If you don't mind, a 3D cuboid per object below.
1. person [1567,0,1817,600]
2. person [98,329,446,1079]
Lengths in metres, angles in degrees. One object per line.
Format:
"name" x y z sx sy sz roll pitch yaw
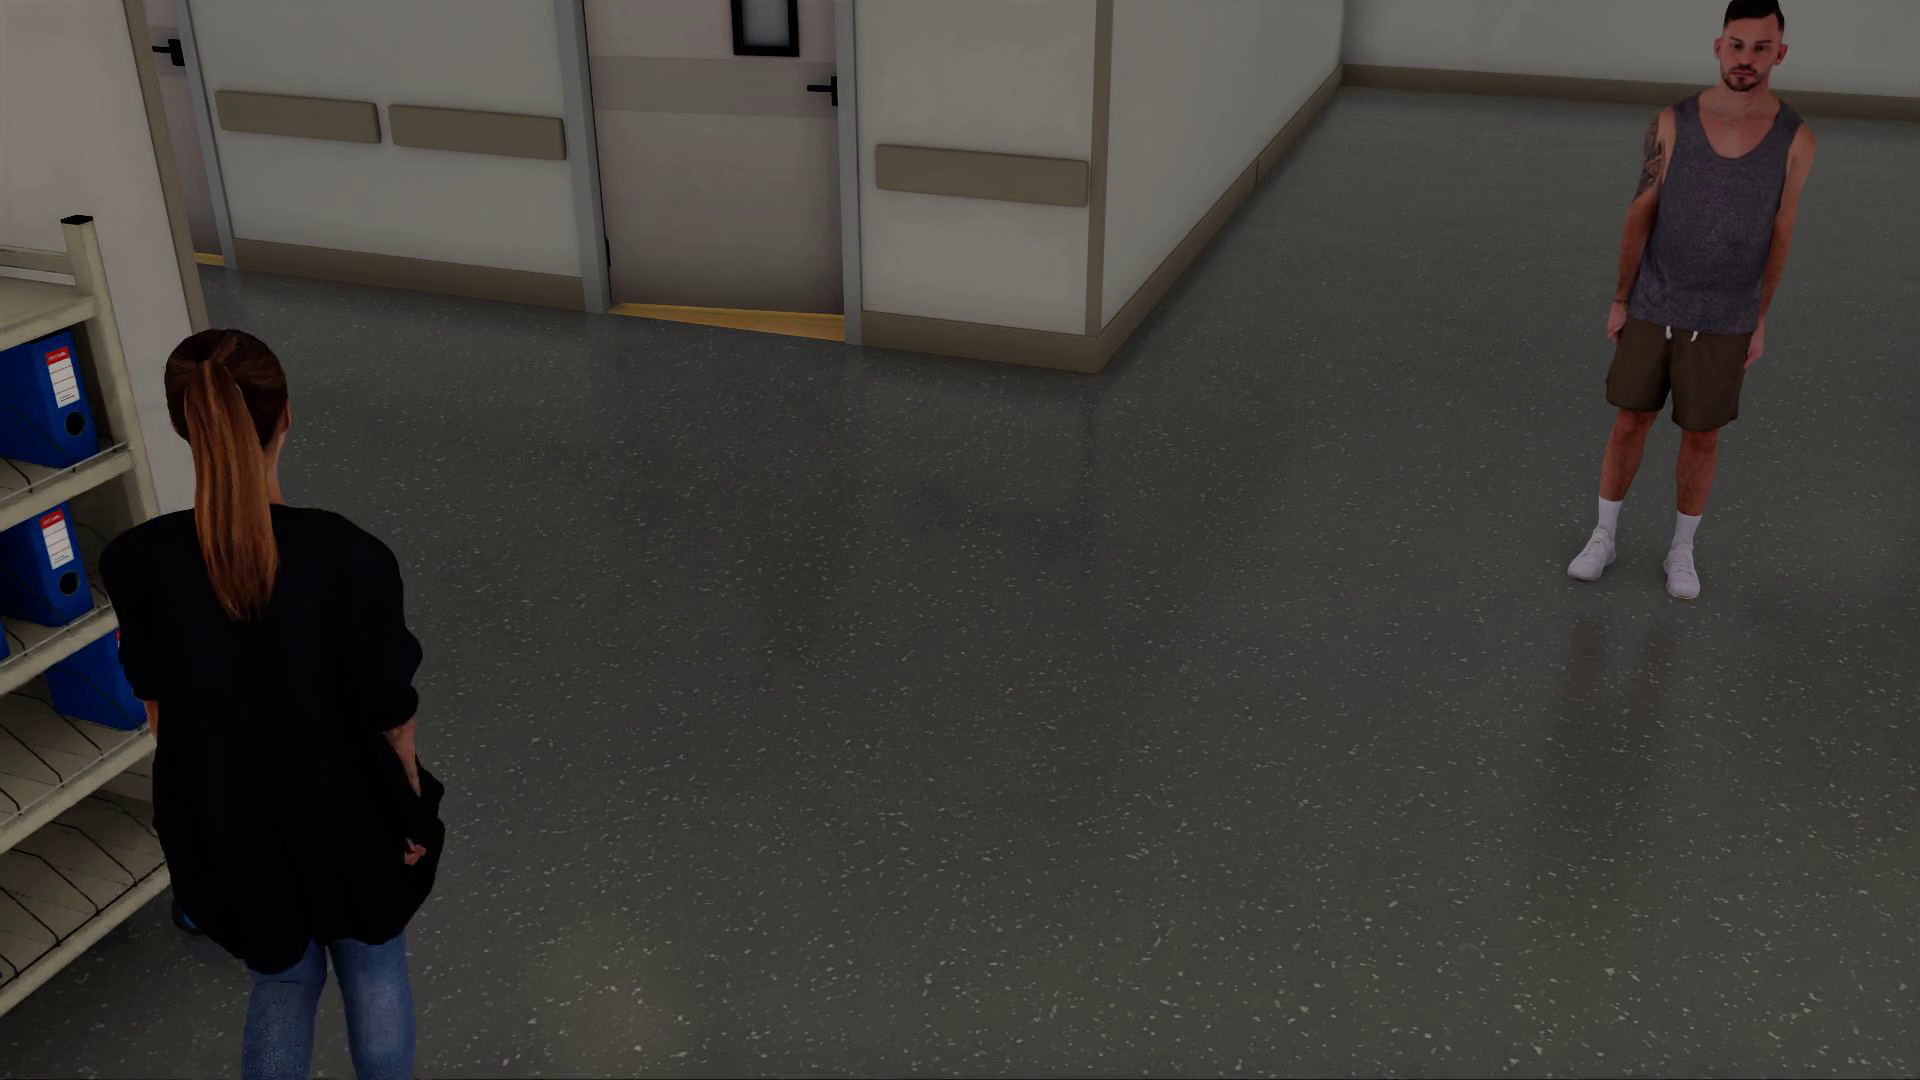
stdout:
"person" 2.228 -0.719 5.047 0.642 1.842 0.590 11 28 22
"person" -1.080 0.504 2.660 0.833 1.669 0.971 -1 26 -3
